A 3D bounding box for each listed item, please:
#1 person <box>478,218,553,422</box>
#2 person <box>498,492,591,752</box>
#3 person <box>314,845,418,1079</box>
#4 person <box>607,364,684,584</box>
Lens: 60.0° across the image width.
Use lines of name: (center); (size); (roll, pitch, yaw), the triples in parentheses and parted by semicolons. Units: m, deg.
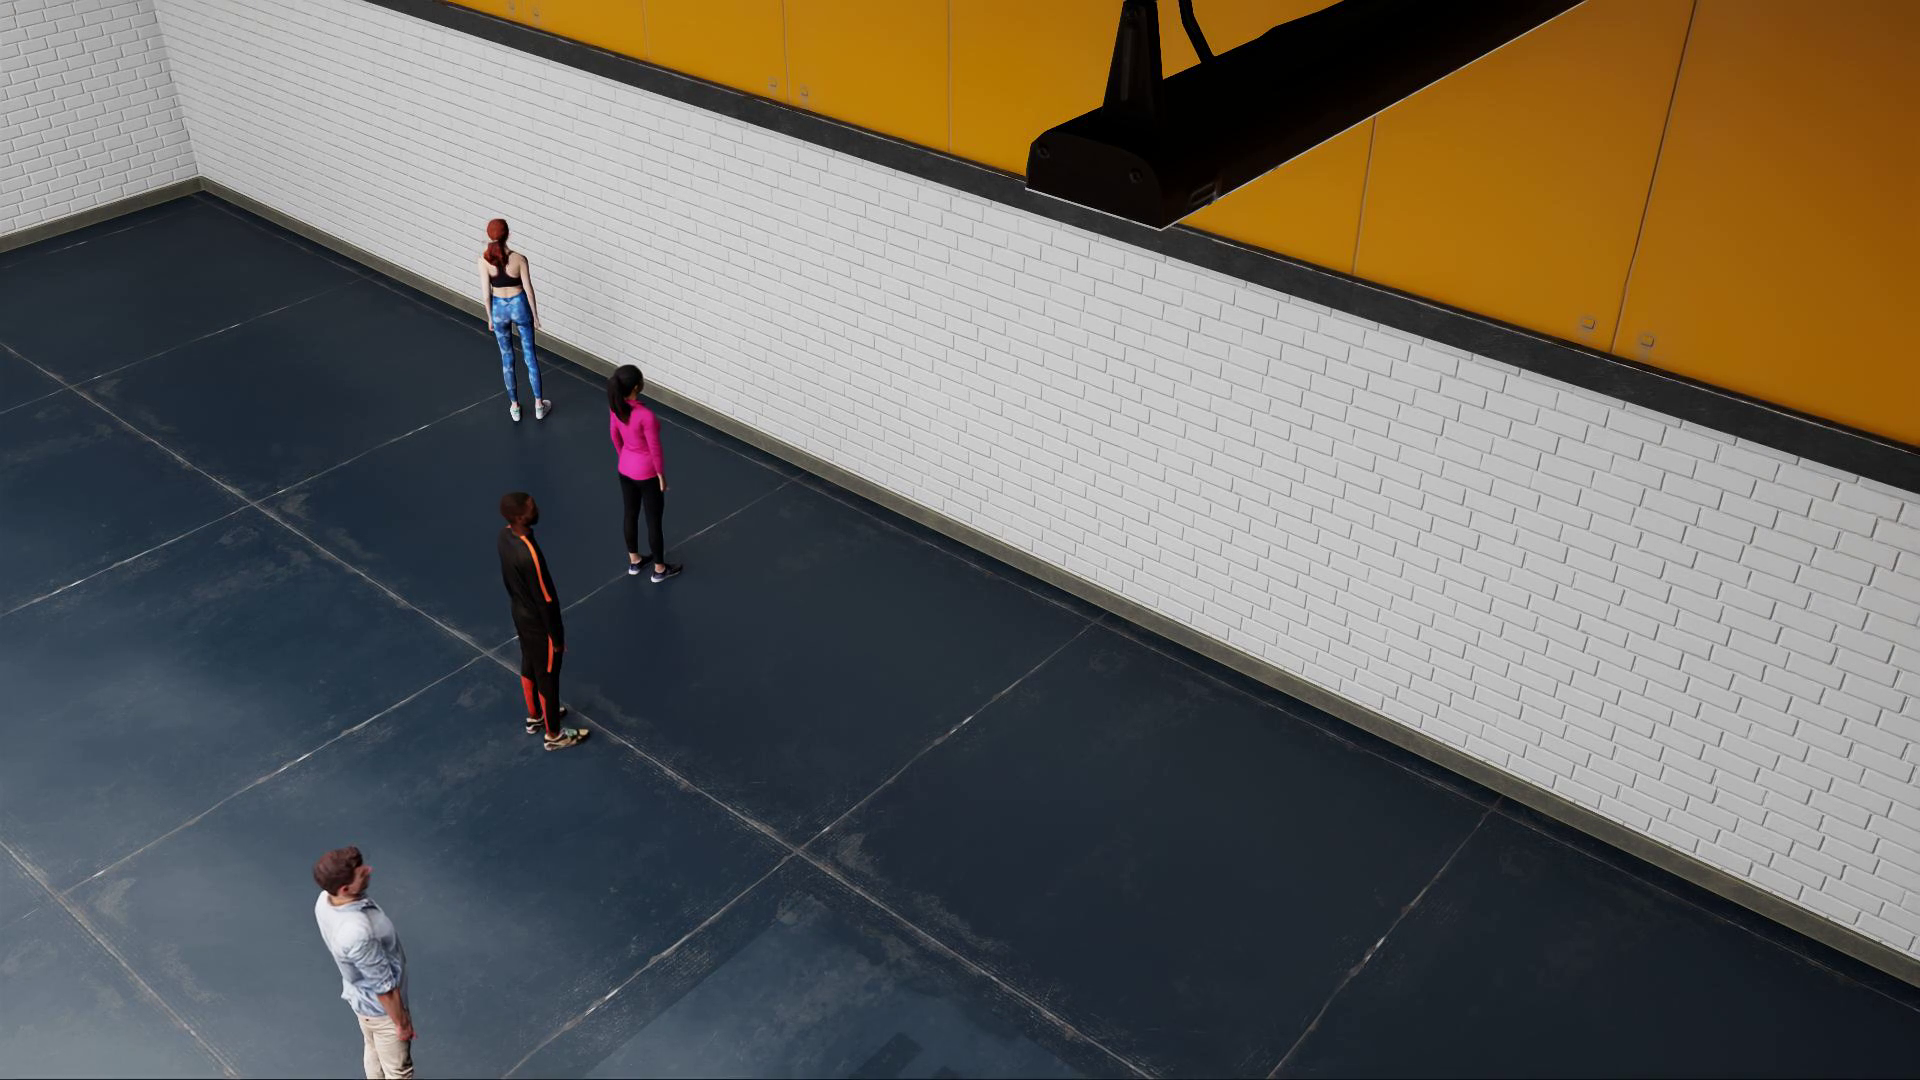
person: (-3.714, -1.829, 13.804); (0.681, 1.785, 0.747); (-5, 34, -7)
person: (-2.632, 0.487, 10.288); (0.593, 1.808, 0.671); (-24, 41, -32)
person: (-2.733, 2.134, 7.775); (0.620, 1.848, 0.691); (-24, 40, -31)
person: (-2.287, -0.483, 11.856); (0.594, 1.698, 0.578); (21, 39, 28)
